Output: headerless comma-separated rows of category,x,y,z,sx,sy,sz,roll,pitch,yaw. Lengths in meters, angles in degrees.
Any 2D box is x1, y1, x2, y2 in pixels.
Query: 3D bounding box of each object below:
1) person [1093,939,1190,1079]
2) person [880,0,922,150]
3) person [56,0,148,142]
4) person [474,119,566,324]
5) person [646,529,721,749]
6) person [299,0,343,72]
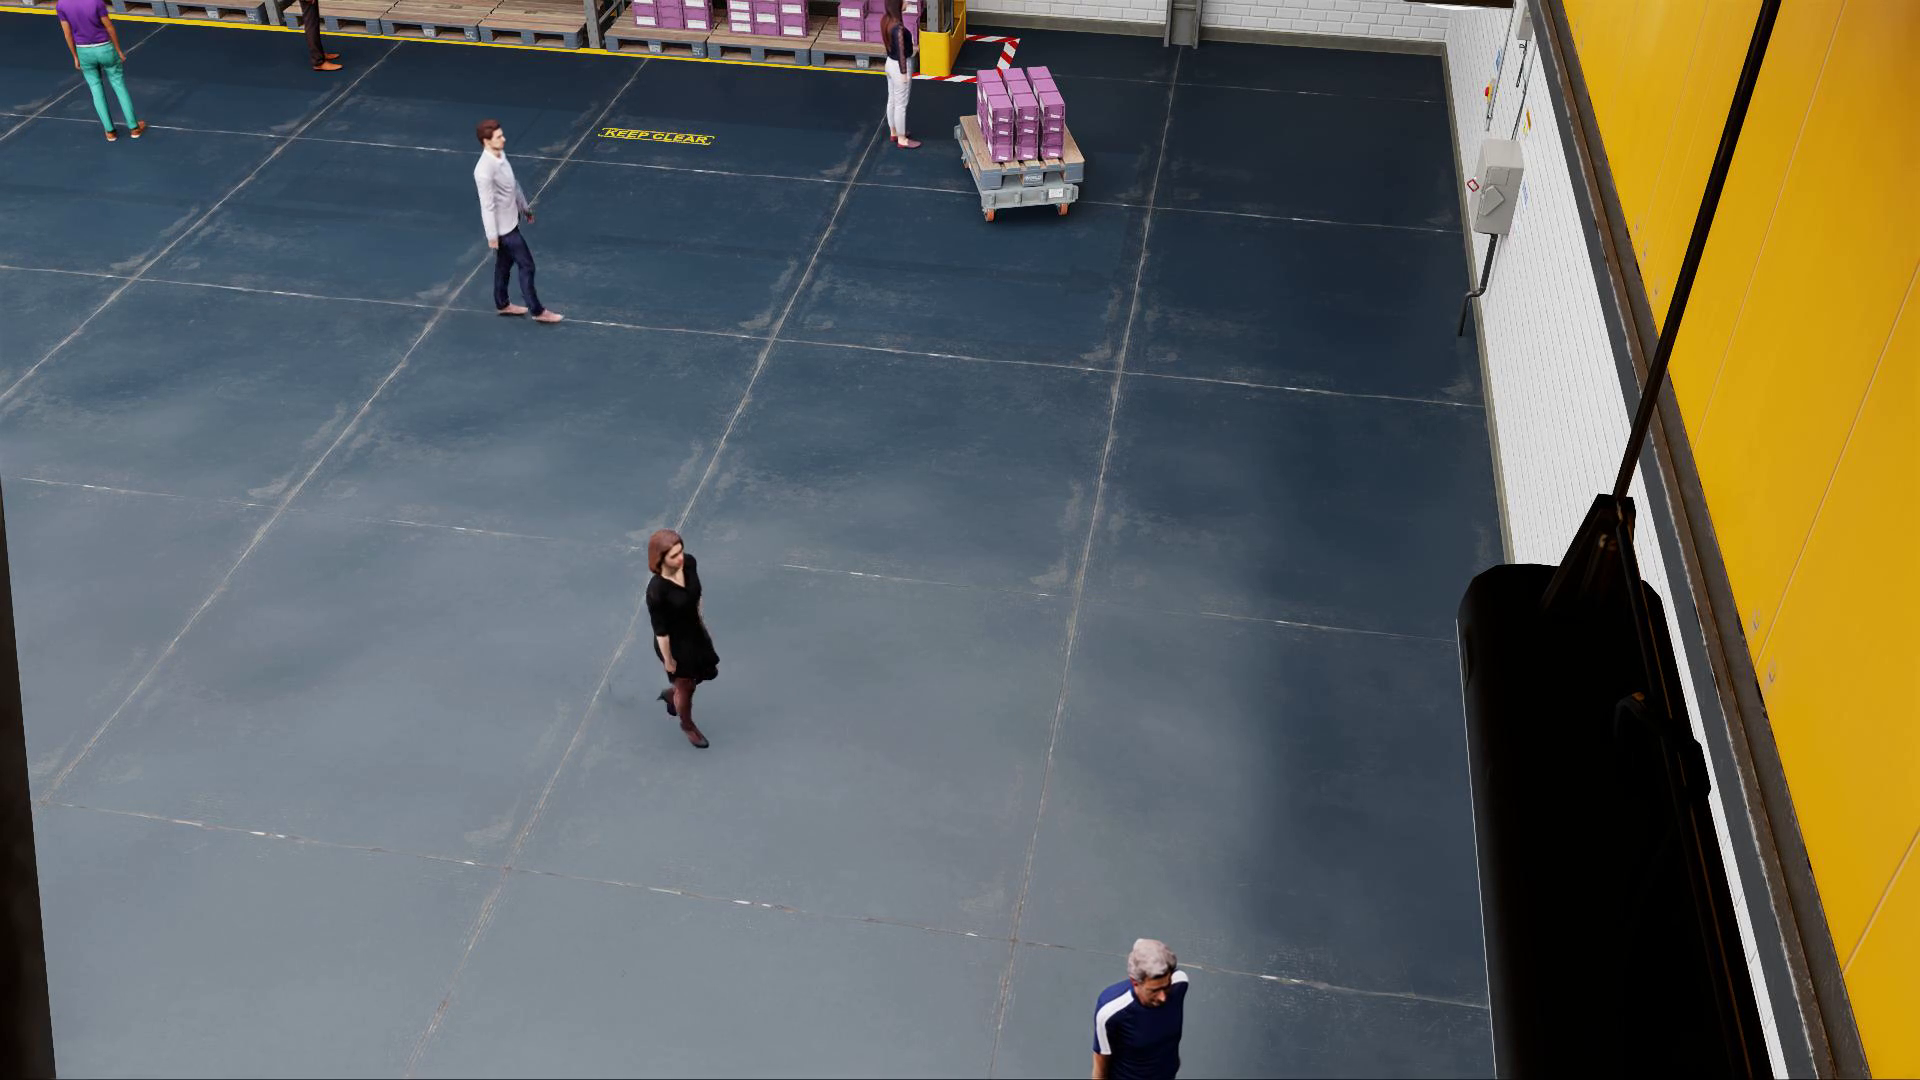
person,0.813,2.434,7.641,0.689,1.836,0.769,-20,43,-23
person,-0.608,-4.765,16.839,0.710,1.608,0.687,-15,41,-18
person,-8.799,-4.954,16.947,0.639,1.767,0.767,-12,40,-14
person,-3.948,-2.691,14.063,0.928,1.831,0.775,-1,39,-1
person,-1.759,0.583,10.073,0.777,1.694,0.702,18,42,21
person,-7.248,-6.132,18.390,0.769,1.808,0.782,-12,40,-15
